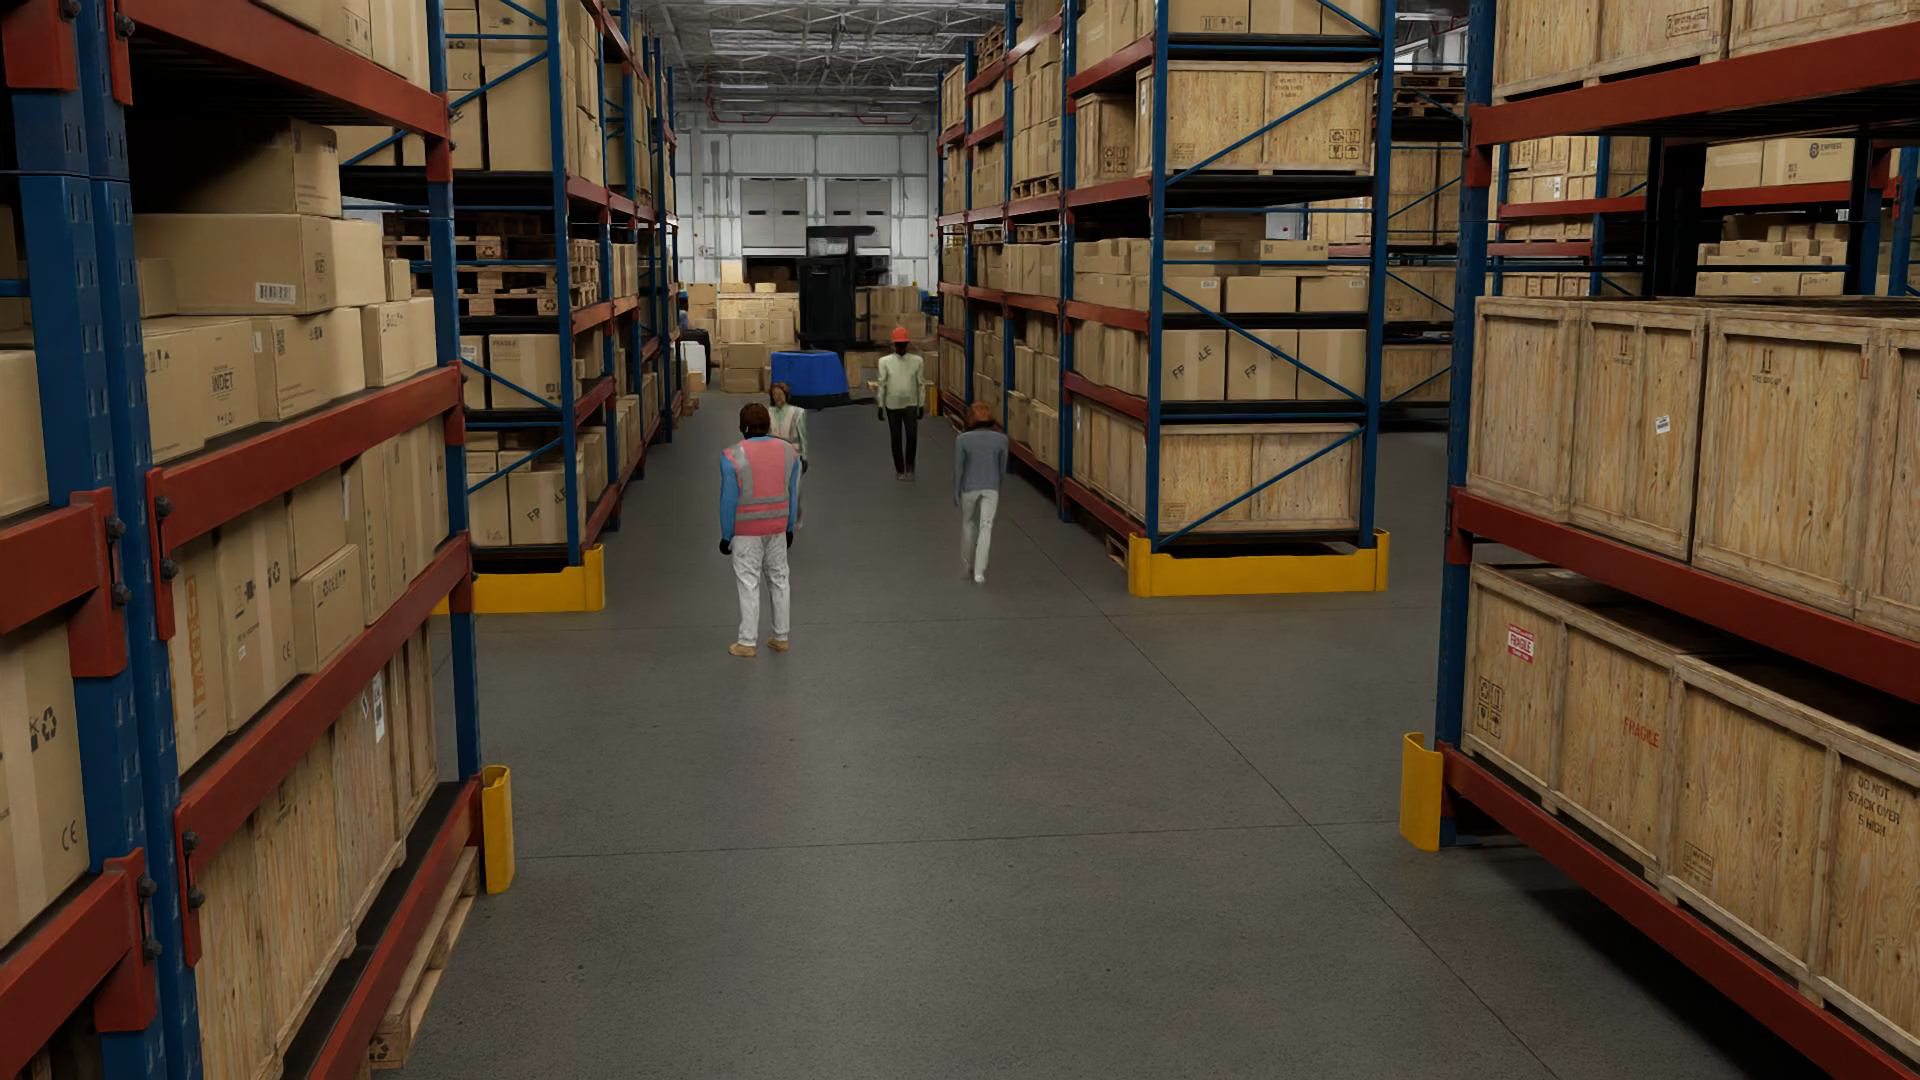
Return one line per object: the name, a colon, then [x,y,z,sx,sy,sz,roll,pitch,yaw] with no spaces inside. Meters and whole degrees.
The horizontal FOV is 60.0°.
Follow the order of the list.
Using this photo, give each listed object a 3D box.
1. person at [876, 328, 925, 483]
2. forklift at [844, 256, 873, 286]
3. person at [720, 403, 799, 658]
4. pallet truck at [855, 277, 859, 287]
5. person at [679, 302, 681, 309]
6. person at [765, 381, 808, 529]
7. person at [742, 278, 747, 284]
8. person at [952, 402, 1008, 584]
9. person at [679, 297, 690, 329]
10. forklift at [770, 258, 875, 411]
person: [-0.752,-1.703,21.129,0.641,1.960,0.823,-1,10,-5]
forklift: [-3.422,-8.176,56.164,1.129,2.768,1.873,-7,12,-35]
person: [-1.466,-0.069,11.991,0.623,1.844,0.429,-7,12,-36]
pallet truck: [-3.782,-9.391,65.808,1.885,1.965,0.823,2,10,10]
person: [-9.676,-7.815,56.916,0.911,1.903,0.655,-5,11,-25]
person: [-1.802,-0.825,17.019,0.526,1.620,0.554,1,10,7]
person: [-8.878,-9.781,68.282,0.496,1.924,0.569,3,10,15]
person: [0.177,-0.436,14.846,0.496,1.580,0.862,0,10,-1]
person: [-6.403,-4.761,39.158,0.802,1.889,0.614,-4,11,-23]
forklift: [-2.619,-3.892,31.224,1.129,2.768,1.873,6,12,33]
